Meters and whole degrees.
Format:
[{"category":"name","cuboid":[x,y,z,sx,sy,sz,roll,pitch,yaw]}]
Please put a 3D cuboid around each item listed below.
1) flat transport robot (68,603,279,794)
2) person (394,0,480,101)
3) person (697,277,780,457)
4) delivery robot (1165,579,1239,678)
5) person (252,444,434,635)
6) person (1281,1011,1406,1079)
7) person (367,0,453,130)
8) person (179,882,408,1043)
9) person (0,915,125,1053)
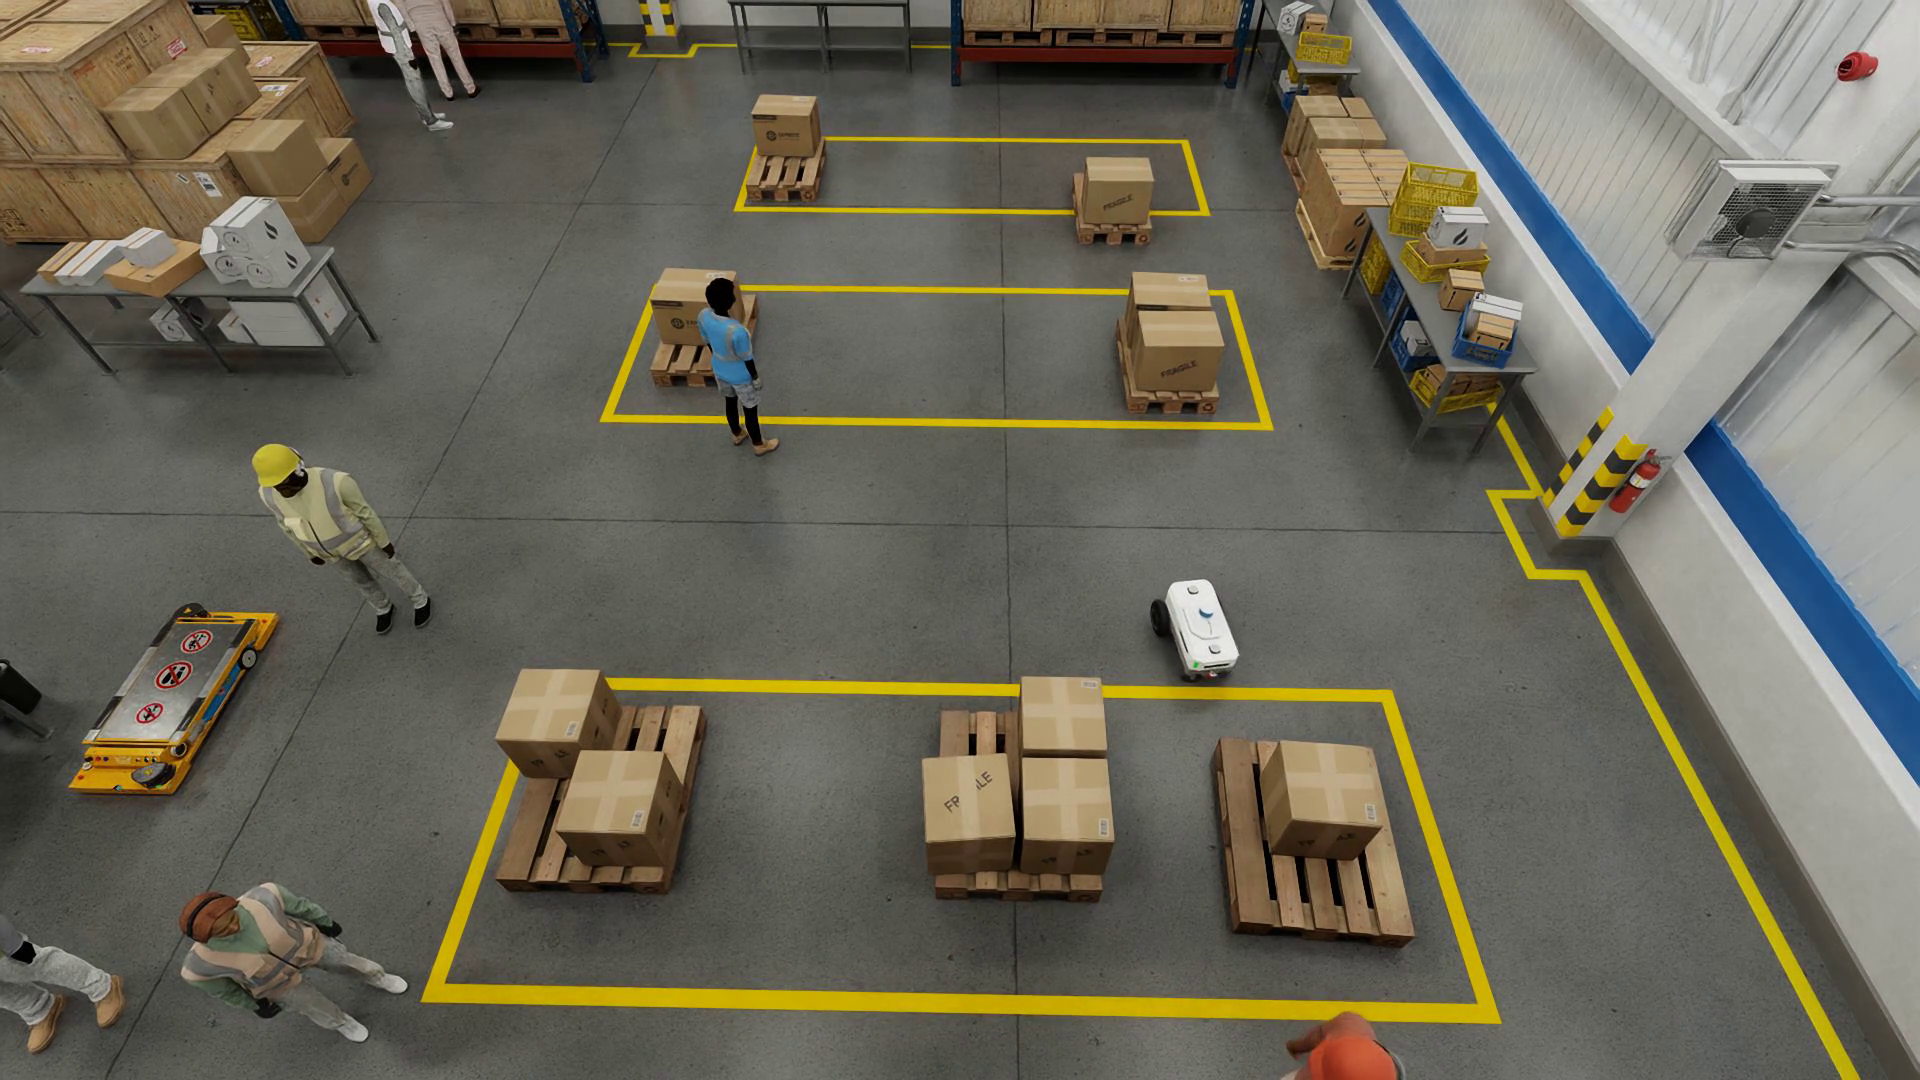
[{"category":"flat transport robot","cuboid":[-5.504,1.072,6.442,0.652,0.197,1.431,1,50,1]},{"category":"person","cuboid":[-6.938,-6.794,12.031,0.643,1.913,0.411,-13,51,-10]},{"category":"person","cuboid":[-1.861,-1.409,7.616,0.533,1.692,0.319,30,56,23]},{"category":"delivery robot","cuboid":[1.728,0.628,6.574,0.477,0.478,0.707,-6,50,-5]},{"category":"person","cuboid":[-4.260,0.014,6.329,0.595,1.826,0.403,-7,50,-6]},{"category":"person","cuboid":[1.566,2.548,4.096,0.460,1.967,0.634,7,50,6]},{"category":"person","cuboid":[-6.997,-6.153,11.484,0.392,1.919,0.590,-29,56,-22]},{"category":"person","cuboid":[-3.393,2.143,4.651,0.312,1.633,0.516,19,52,15]},{"category":"person","cuboid":[-5.007,2.096,4.554,0.627,1.844,0.429,-16,52,-13]}]
